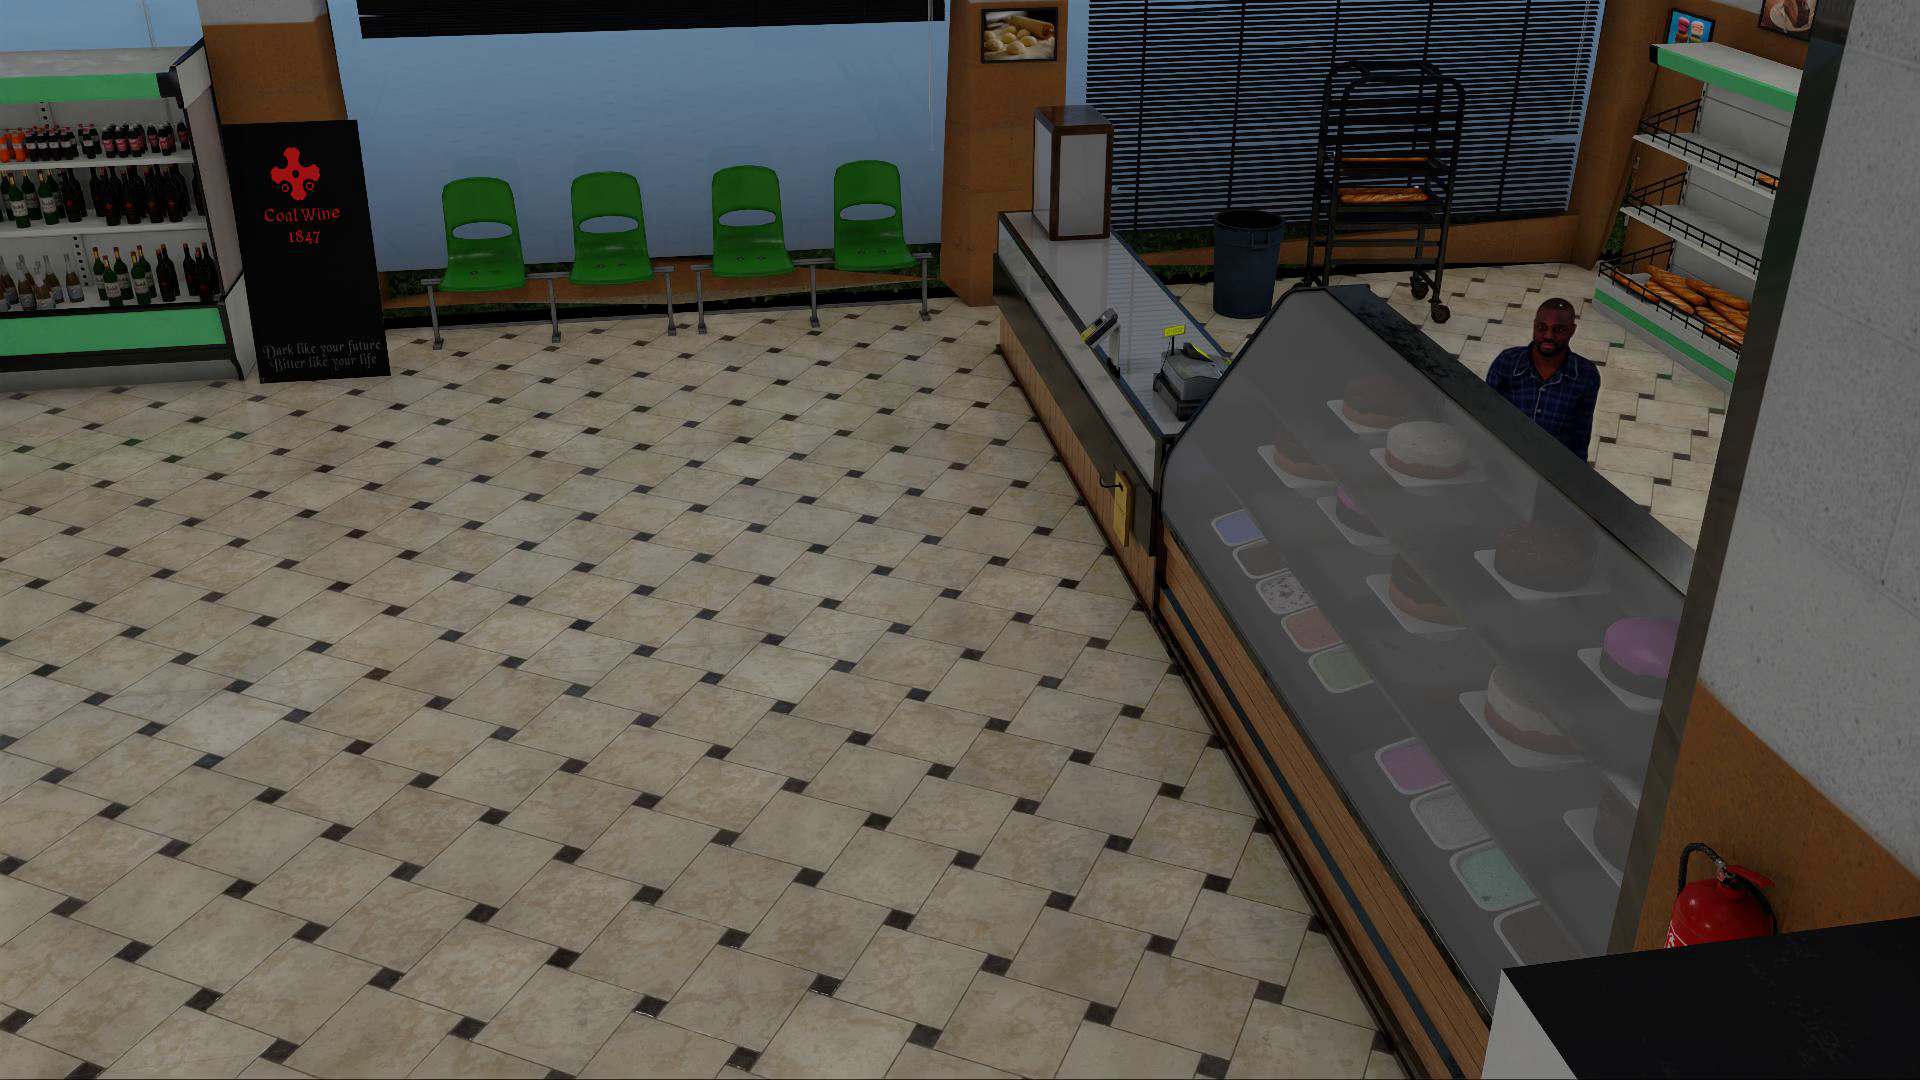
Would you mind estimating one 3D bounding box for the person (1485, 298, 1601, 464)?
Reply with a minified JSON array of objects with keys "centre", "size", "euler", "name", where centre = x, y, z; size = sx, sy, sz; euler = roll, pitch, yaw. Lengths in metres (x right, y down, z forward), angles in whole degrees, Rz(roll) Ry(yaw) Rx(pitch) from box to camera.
[{"centre":[2.578,-0.234,7.590],"size":[0.727,1.824,0.833],"euler":[9,28,18],"name":"person"}]
